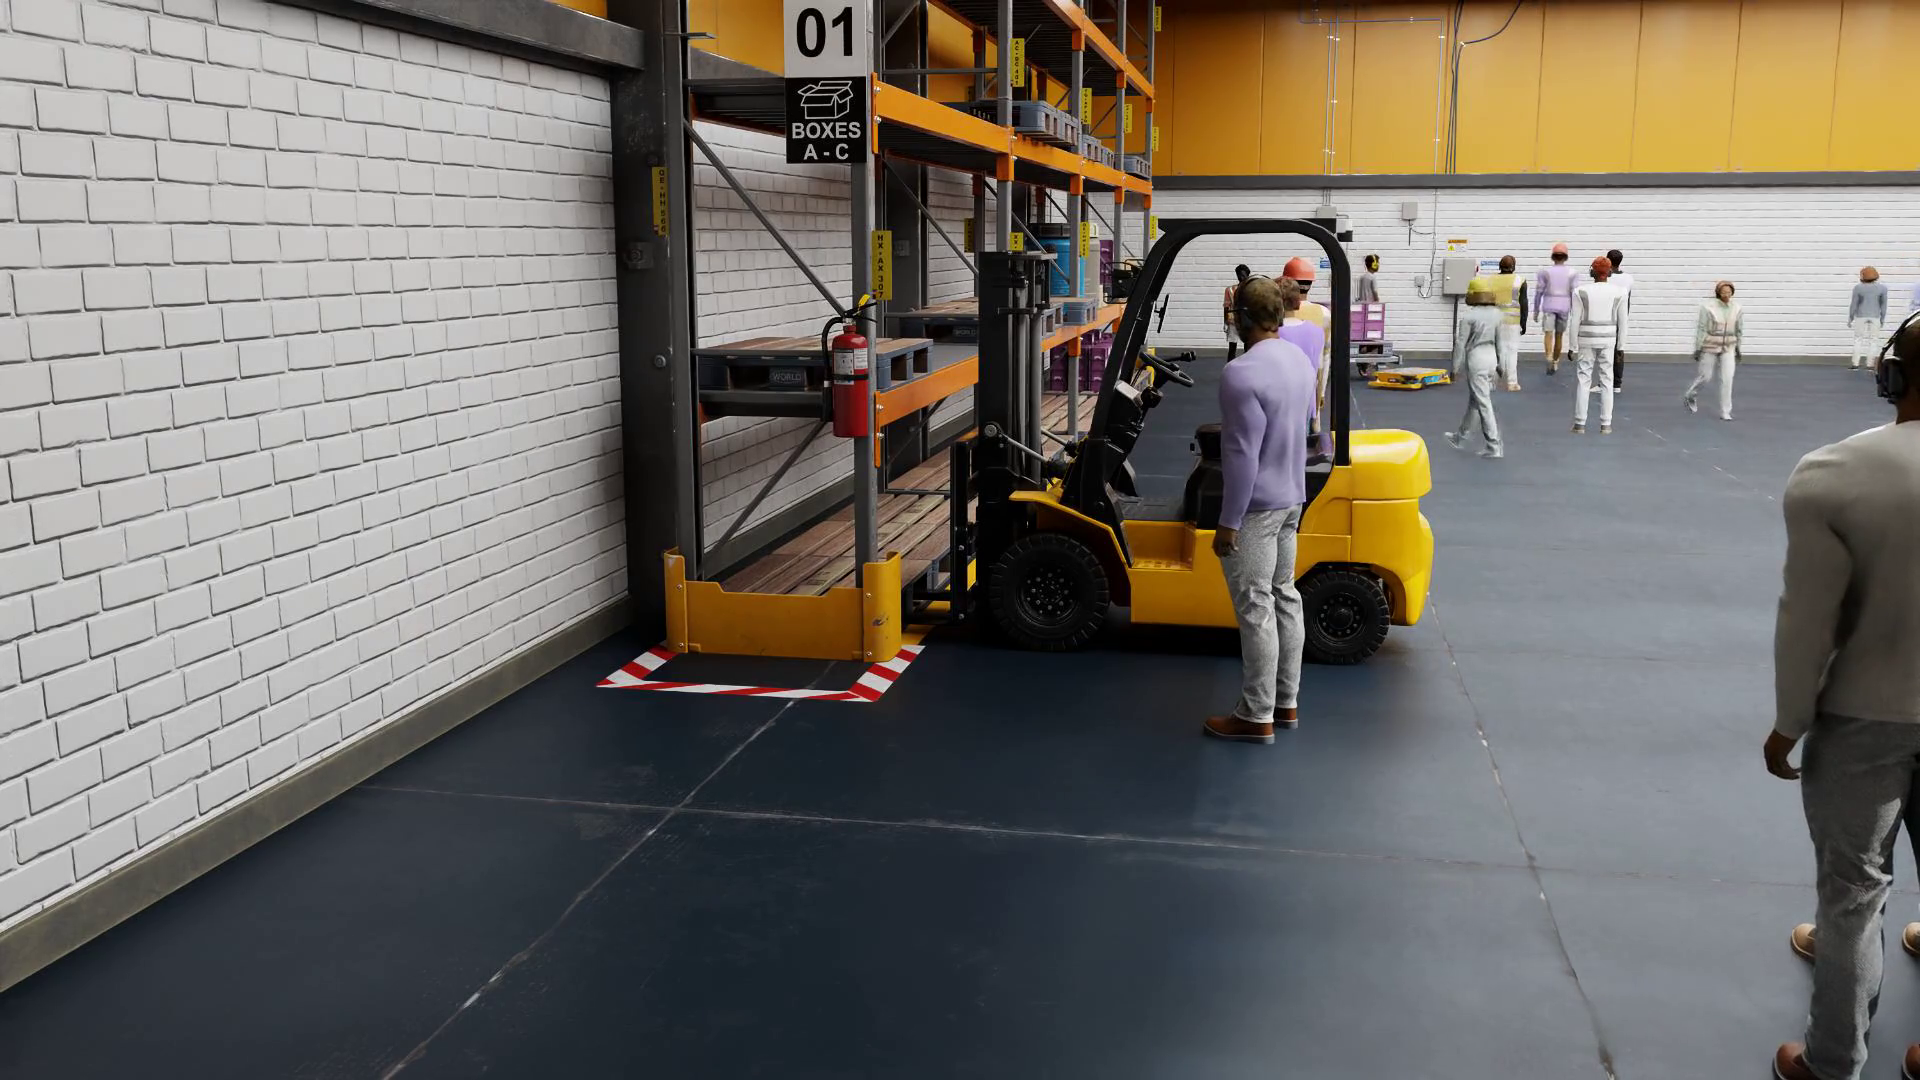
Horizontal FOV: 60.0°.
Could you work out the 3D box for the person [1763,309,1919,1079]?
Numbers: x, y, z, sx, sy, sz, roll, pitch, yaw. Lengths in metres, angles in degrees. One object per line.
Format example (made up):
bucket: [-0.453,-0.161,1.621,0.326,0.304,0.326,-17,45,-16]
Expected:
person: [2.214,0.424,3.902,0.629,1.939,0.372,1,10,8]

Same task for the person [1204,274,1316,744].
person: [1.248,-0.123,6.907,0.349,1.935,0.635,8,13,36]

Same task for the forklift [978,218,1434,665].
forklift: [1.285,-0.567,8.635,2.313,2.155,1.214,2,11,11]

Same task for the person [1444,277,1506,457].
person: [4.933,-1.667,15.988,0.501,1.693,0.917,-5,11,-25]

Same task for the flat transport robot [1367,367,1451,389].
flat transport robot: [6.310,-2.272,23.253,0.652,0.197,1.431,8,13,38]

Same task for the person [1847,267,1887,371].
person: [14.175,-3.444,25.989,0.536,1.624,0.319,3,11,13]

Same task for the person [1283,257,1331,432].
person: [2.490,-1.122,12.377,0.551,1.937,0.357,-5,12,-27]

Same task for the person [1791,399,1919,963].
person: [2.655,0.333,4.668,0.634,1.842,0.429,0,10,3]

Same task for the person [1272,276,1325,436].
person: [2.077,-0.747,10.586,0.570,1.840,0.373,-6,12,-30]

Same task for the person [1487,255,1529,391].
person: [7.444,-2.961,22.727,0.627,1.844,0.429,7,12,32]

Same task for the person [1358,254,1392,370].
person: [6.324,-3.548,25.989,0.927,1.834,0.528,-1,10,-5]

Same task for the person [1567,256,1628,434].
person: [6.781,-2.069,17.713,0.585,1.883,0.343,2,11,12]

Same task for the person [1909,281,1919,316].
person: [11.977,-2.596,20.512,0.566,1.916,0.600,0,10,-2]

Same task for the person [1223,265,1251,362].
person: [4.044,-3.104,23.903,0.542,1.695,0.316,2,11,11]

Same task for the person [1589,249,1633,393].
person: [8.745,-2.927,22.321,0.591,1.922,0.390,-5,12,-28]

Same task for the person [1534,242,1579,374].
person: [9.141,-3.551,25.505,0.614,2.018,0.915,3,11,15]

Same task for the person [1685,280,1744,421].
person: [8.742,-2.208,19.244,0.551,1.607,0.710,0,10,1]
